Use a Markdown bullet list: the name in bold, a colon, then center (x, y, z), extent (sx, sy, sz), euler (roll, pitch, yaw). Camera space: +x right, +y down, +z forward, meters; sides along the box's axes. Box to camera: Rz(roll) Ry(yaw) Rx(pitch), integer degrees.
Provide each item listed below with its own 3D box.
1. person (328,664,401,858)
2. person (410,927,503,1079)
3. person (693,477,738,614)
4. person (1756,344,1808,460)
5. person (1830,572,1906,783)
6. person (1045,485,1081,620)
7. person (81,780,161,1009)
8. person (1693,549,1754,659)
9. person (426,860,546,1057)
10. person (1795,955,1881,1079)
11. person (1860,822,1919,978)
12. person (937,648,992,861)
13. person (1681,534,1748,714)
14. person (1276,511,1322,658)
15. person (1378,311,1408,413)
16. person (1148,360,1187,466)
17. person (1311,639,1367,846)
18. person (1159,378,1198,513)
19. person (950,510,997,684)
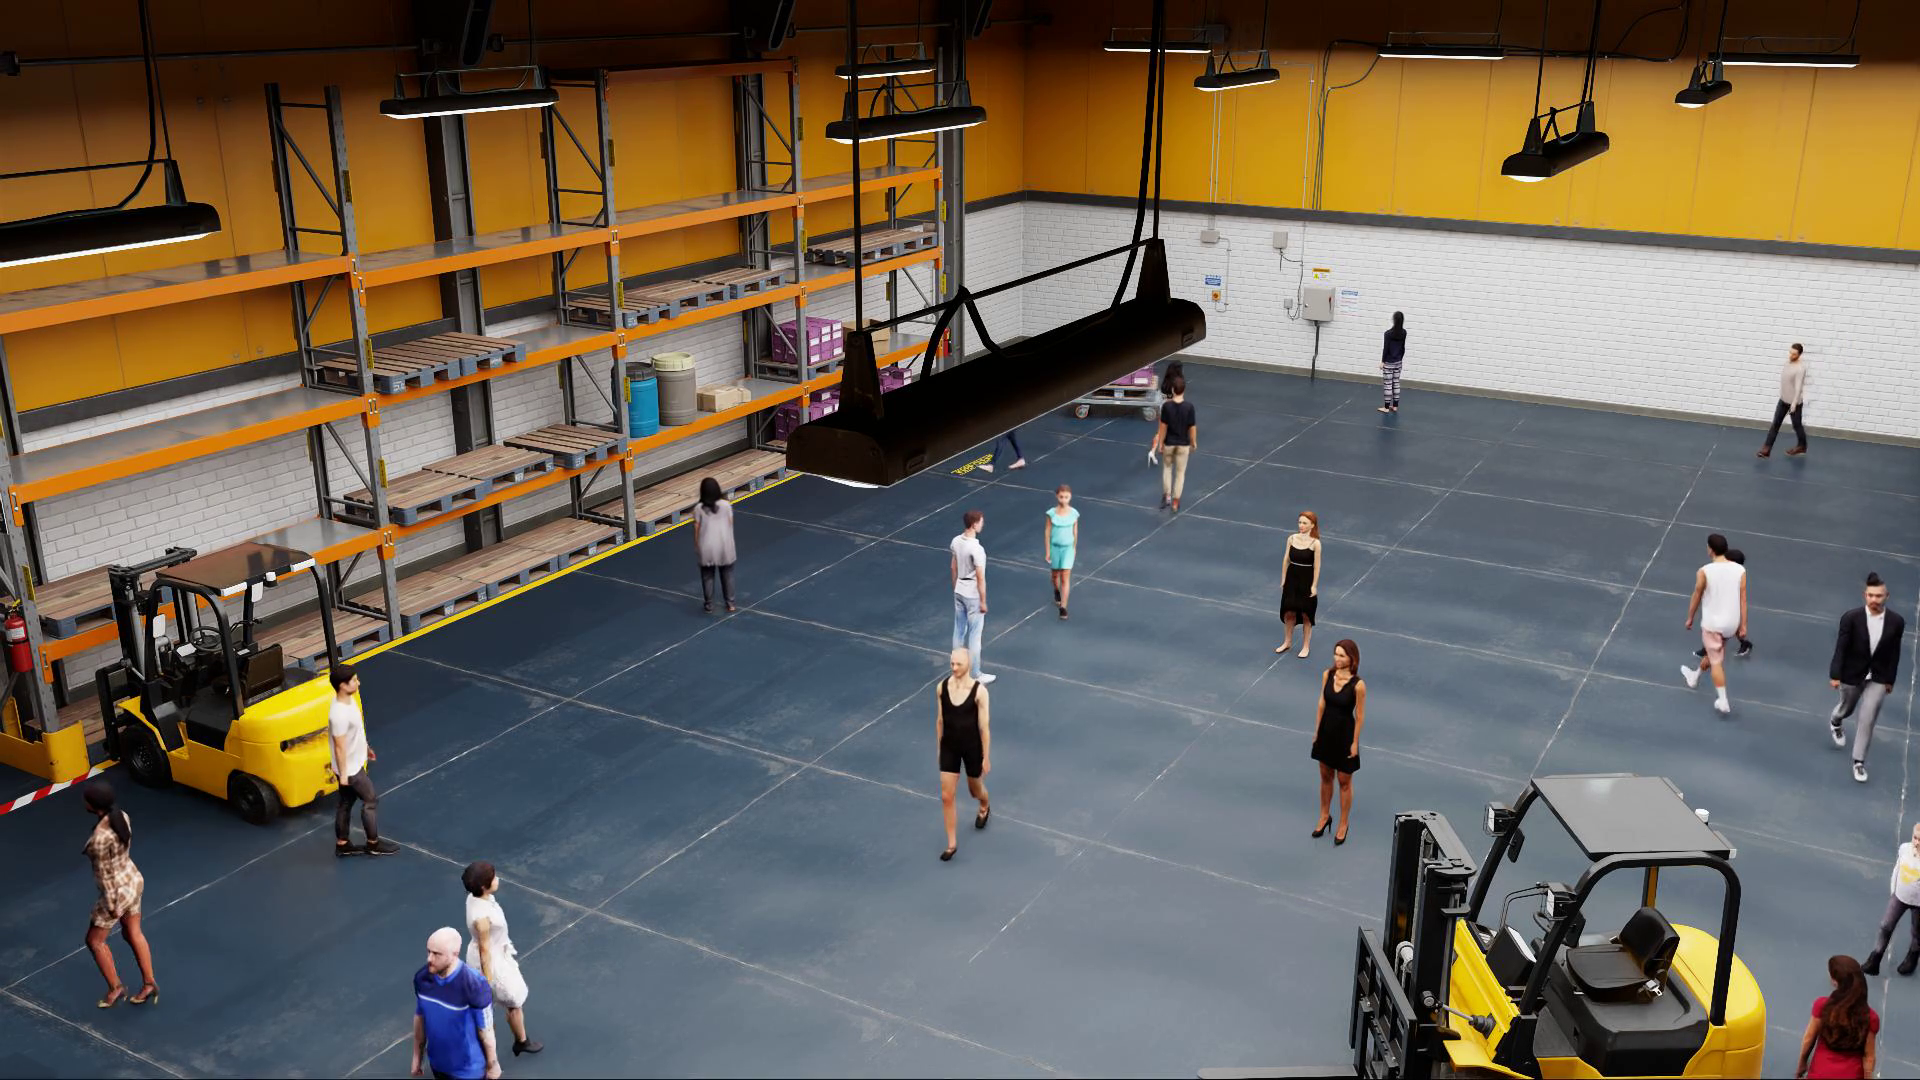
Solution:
- **person**: center (-5.155, 1.848, 13.804), extent (0.903, 1.703, 0.837), euler (-6, 20, -18)
- **person**: center (-2.948, 3.095, 9.956), extent (0.661, 1.796, 1.124), euler (10, 21, 28)
- **person**: center (-2.844, 0.057, 19.272), extent (0.775, 1.607, 0.835), euler (-5, 19, -14)
- **person**: center (12.716, -2.090, 25.353), extent (1.278, 1.795, 1.209), euler (-3, 19, -9)
- **person**: center (8.343, 1.198, 15.403), extent (0.881, 1.913, 1.222), euler (5, 19, 15)
- **person**: center (1.168, 0.090, 19.295), extent (0.843, 1.530, 1.110), euler (1, 19, 4)
- **person**: center (-5.848, 2.507, 11.724), extent (0.785, 1.782, 0.719), euler (0, 19, 1)
- **person**: center (8.359, 0.705, 17.942), extent (0.879, 1.227, 0.893), euler (-2, 19, -7)
- **person**: center (-3.221, 2.850, 11.098), extent (1.068, 1.530, 0.864), euler (-11, 21, -29)
- **person**: center (5.214, 3.246, 9.946), extent (0.556, 1.515, 1.022), euler (11, 22, 30)
- **person**: center (7.020, 2.626, 12.200), extent (0.929, 1.251, 0.759), euler (-11, 22, -30)
- **person**: center (0.069, 1.745, 13.981), extent (0.753, 1.784, 1.134), euler (7, 20, 21)
- **person**: center (7.642, 0.895, 16.637), extent (1.058, 1.700, 1.243), euler (0, 19, 0)
- **person**: center (3.706, 0.461, 18.043), extent (0.573, 1.625, 0.580), euler (12, 22, 33)
- **person**: center (7.363, -3.042, 28.279), extent (0.649, 1.731, 0.743), euler (-8, 20, -22)
- **person**: center (3.123, -1.866, 25.019), extent (1.103, 1.583, 0.831), euler (-13, 23, -34)
- **person**: center (3.196, 1.700, 14.036), extent (0.623, 1.835, 0.594), euler (17, 25, 40)
- **person**: center (2.982, -1.277, 22.878), extent (0.811, 1.834, 0.936), euler (4, 19, 12)
- **person**: center (0.089, 0.580, 17.329), extent (0.700, 1.855, 0.726), euler (-13, 23, -34)
